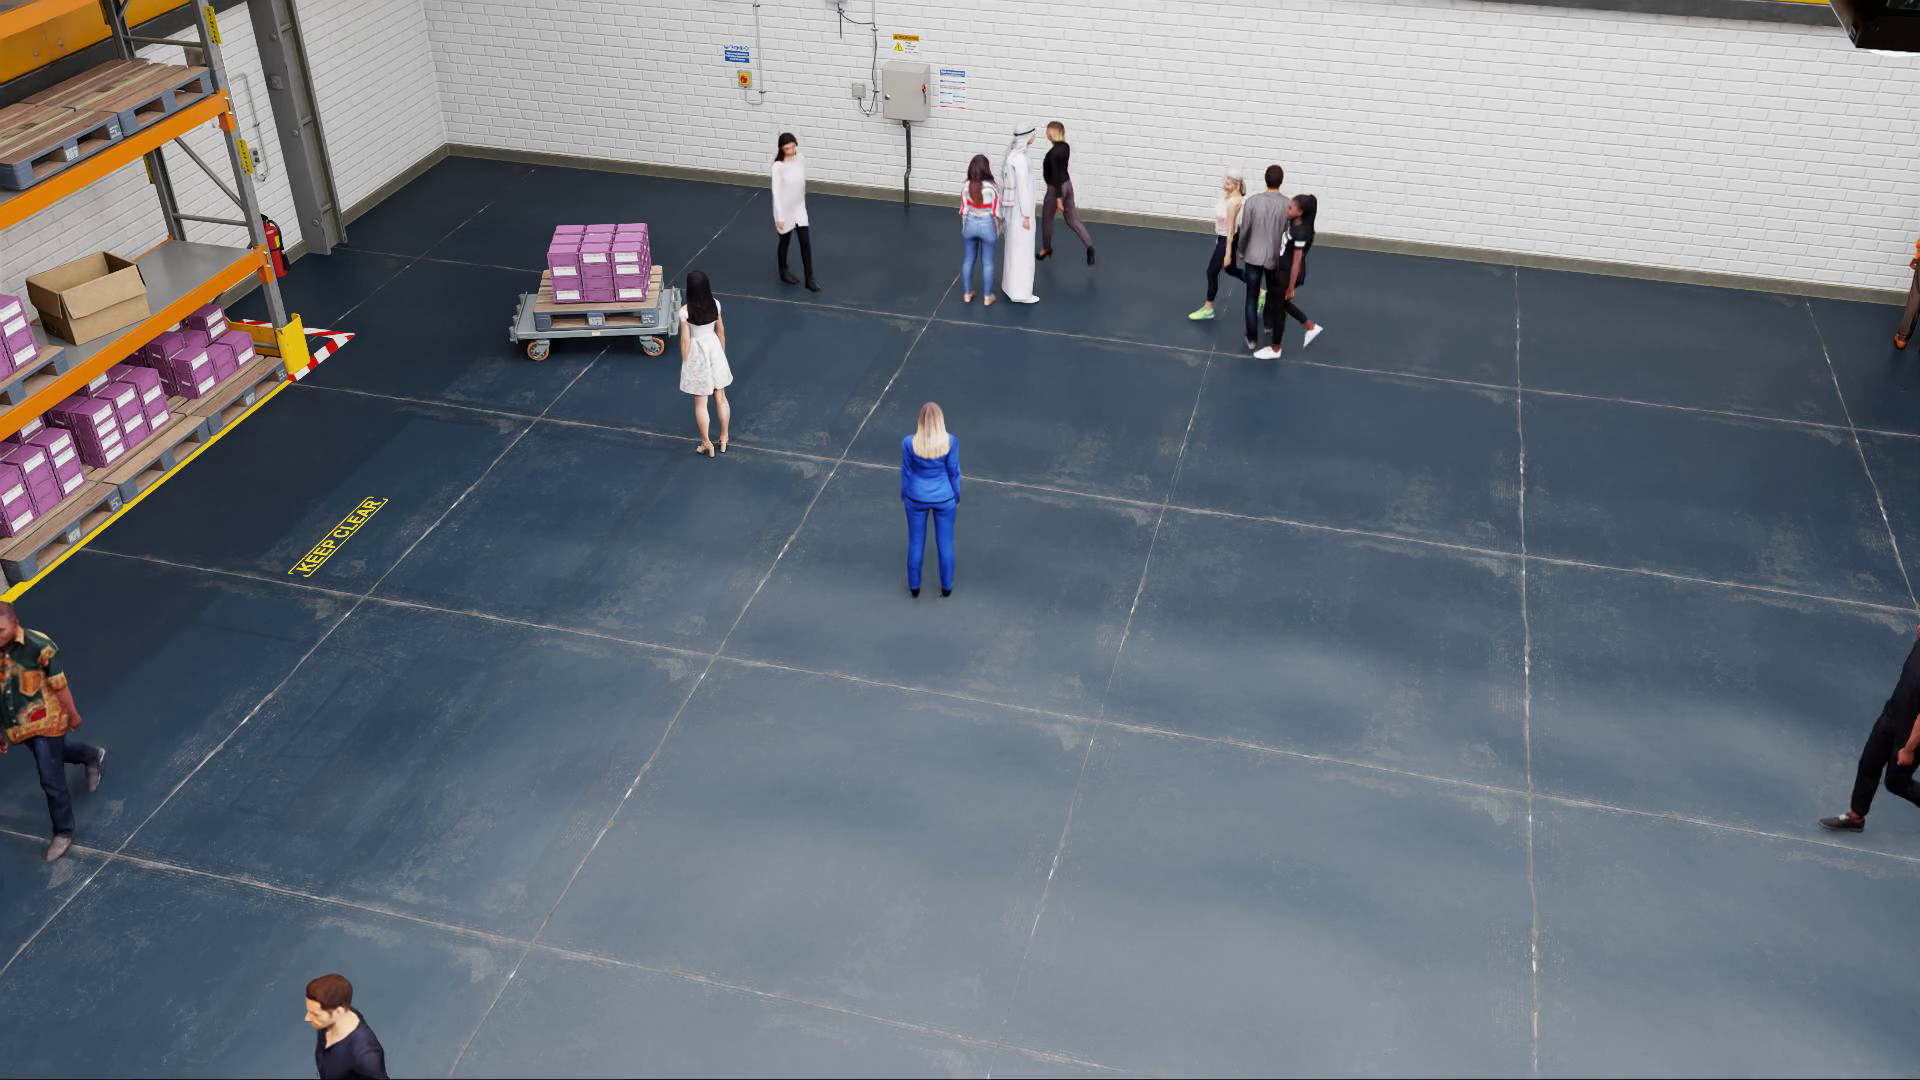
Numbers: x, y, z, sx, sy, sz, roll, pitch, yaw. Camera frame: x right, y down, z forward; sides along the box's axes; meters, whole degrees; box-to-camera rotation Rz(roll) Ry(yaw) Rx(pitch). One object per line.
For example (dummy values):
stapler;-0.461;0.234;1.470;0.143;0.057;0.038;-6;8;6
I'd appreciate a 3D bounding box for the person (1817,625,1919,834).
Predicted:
person;6.087;1.217;10.505;0.831;1.798;1.004;4;34;5

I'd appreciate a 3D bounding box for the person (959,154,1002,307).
person;0.209;-3.248;17.391;0.588;1.611;0.517;10;35;14

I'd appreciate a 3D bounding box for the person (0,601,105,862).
person;-5.911;1.090;10.711;0.872;1.782;1.252;1;34;2

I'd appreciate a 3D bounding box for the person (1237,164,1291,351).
person;3.005;-2.751;16.427;0.781;1.851;0.939;2;34;4

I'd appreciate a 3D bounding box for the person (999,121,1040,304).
person;0.621;-3.441;17.393;0.859;1.931;0.741;-6;34;-9

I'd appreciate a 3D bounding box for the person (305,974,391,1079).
person;-2.816;2.750;8.170;1.067;1.829;0.949;-25;41;-32

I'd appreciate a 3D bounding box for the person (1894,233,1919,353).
person;9.688;-2.773;16.411;0.770;1.905;0.724;19;38;26

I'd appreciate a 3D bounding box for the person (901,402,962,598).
person;-0.223;-0.306;12.886;0.667;1.699;0.618;0;34;1

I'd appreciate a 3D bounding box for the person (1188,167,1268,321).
person;2.826;-3.012;16.975;0.865;1.678;1.087;3;34;4

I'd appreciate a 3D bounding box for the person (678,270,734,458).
person;-2.258;-1.565;14.712;0.763;1.774;0.829;-20;38;-27

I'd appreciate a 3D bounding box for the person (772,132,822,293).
person;-1.830;-3.514;17.654;0.977;1.764;0.958;27;42;34

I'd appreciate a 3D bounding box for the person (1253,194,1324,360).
person;3.290;-2.568;16.271;0.797;1.719;0.900;1;34;1

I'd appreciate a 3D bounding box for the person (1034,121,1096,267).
person;1.163;-3.704;18.061;0.819;1.629;0.995;19;38;26
